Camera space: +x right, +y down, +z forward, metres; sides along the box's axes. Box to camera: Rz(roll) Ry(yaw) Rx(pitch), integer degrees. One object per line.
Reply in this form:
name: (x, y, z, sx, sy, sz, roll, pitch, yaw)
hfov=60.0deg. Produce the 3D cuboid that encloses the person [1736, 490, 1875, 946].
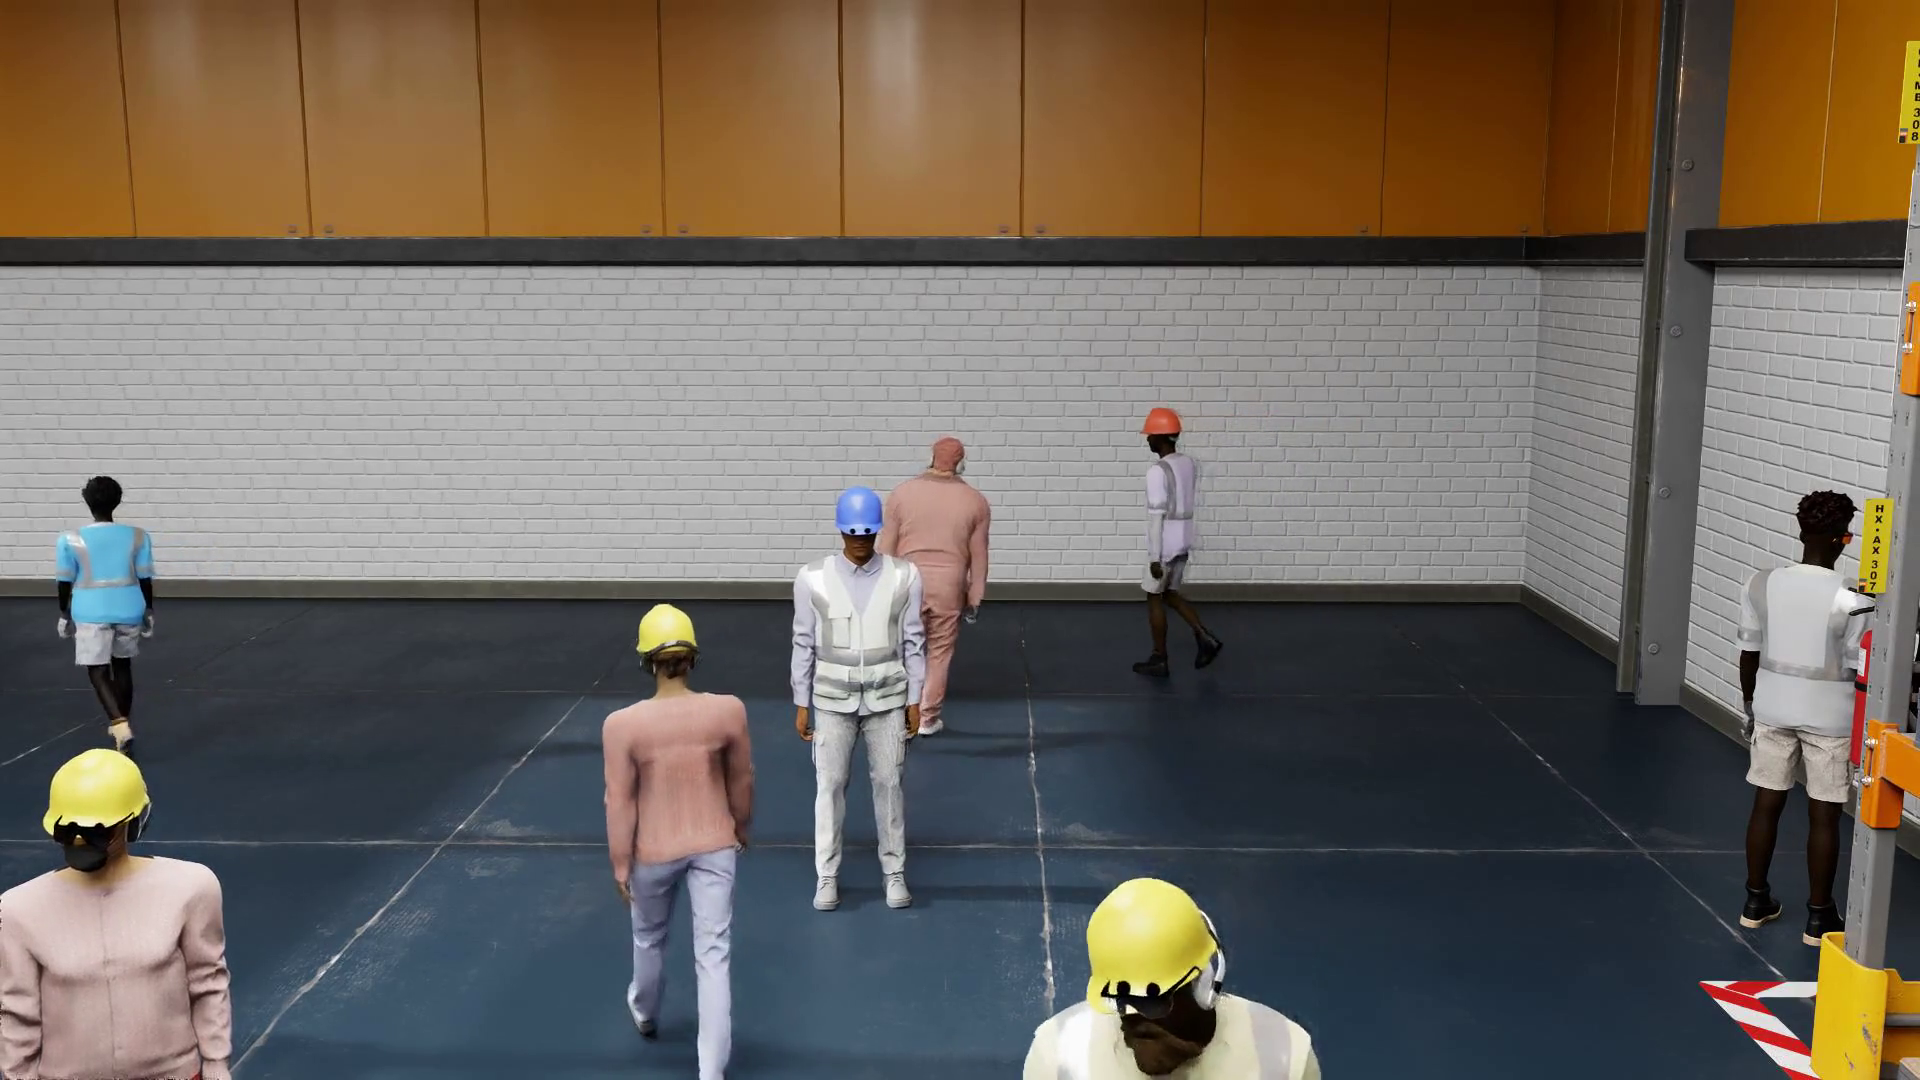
person: (3.652, 0.757, 7.163, 0.367, 1.966, 0.606, -8, 12, -38)

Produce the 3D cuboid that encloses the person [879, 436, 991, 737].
person: (-0.162, 0.322, 10.076, 0.703, 1.866, 0.636, 0, 9, 2)

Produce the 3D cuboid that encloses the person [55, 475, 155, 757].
person: (-5.039, 0.451, 9.886, 0.528, 1.667, 0.799, -9, 13, -43)

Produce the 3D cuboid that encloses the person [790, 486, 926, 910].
person: (-0.458, 0.714, 7.503, 0.611, 1.938, 0.413, -1, 10, -7)

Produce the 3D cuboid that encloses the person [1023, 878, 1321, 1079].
person: (0.412, 1.493, 3.285, 0.613, 1.784, 0.779, 2, 10, 11)

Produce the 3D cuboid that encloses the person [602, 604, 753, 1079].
person: (-1.009, 1.078, 5.967, 0.536, 1.726, 0.867, -3, 10, -16)

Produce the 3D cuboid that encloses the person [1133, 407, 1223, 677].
person: (1.500, 0.034, 11.618, 0.552, 1.923, 0.569, 8, 12, 38)

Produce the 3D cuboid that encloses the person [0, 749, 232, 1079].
person: (-2.075, 1.365, 4.128, 0.526, 1.765, 0.329, -5, 11, -29)
